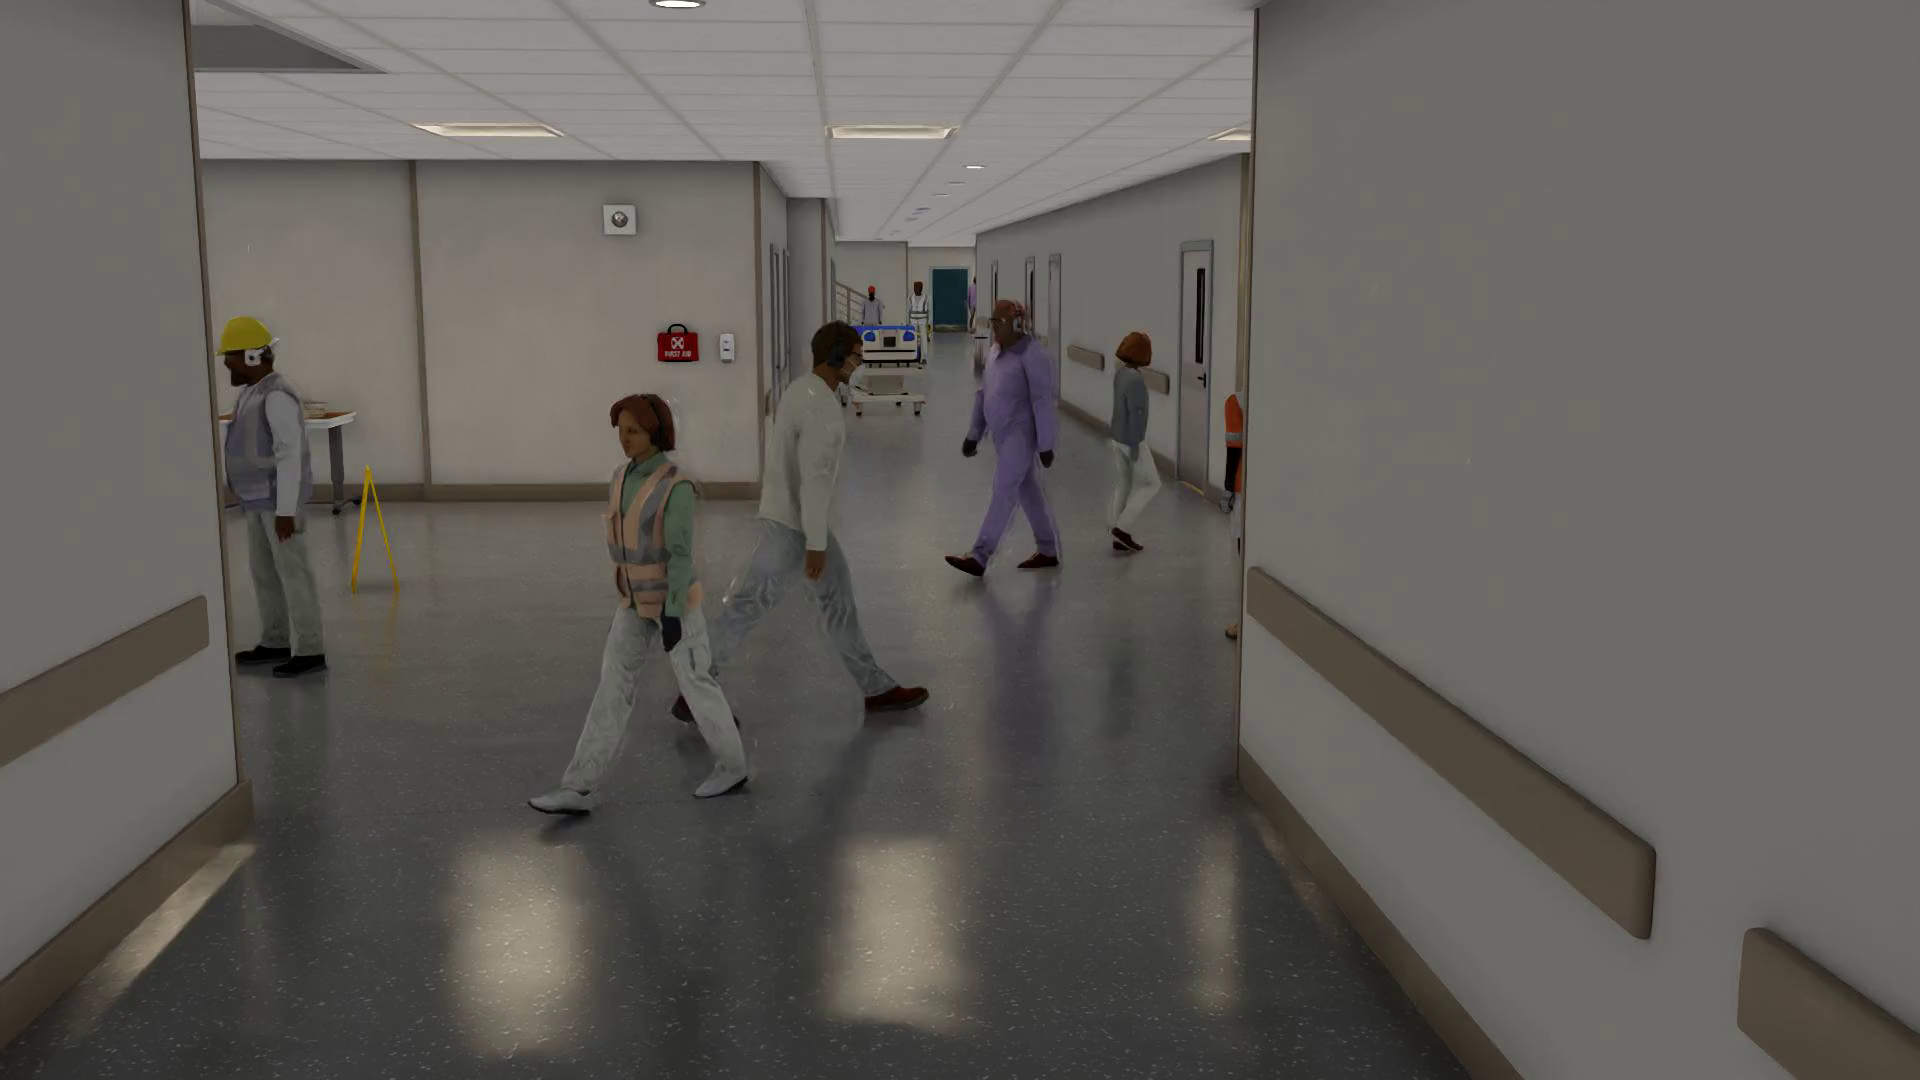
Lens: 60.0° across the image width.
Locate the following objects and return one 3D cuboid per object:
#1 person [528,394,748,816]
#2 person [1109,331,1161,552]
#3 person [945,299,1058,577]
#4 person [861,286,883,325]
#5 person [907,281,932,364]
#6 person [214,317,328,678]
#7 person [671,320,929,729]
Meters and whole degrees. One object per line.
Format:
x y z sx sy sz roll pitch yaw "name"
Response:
-1.174 0.246 6.240 0.891 1.577 0.524 -9 13 -43 "person"
1.268 -0.704 12.089 0.360 1.615 0.493 -3 10 -18 "person"
0.301 -0.688 11.248 0.973 1.855 0.656 -4 10 -25 "person"
-2.229 -5.535 41.991 0.566 1.755 0.321 1 9 6 "person"
-0.936 -4.938 37.850 0.577 1.882 0.349 3 9 16 "person"
-3.496 -0.211 8.423 0.429 1.810 0.624 -7 11 -36 "person"
-0.754 -0.065 7.472 1.198 1.841 0.650 -2 9 -11 "person"
